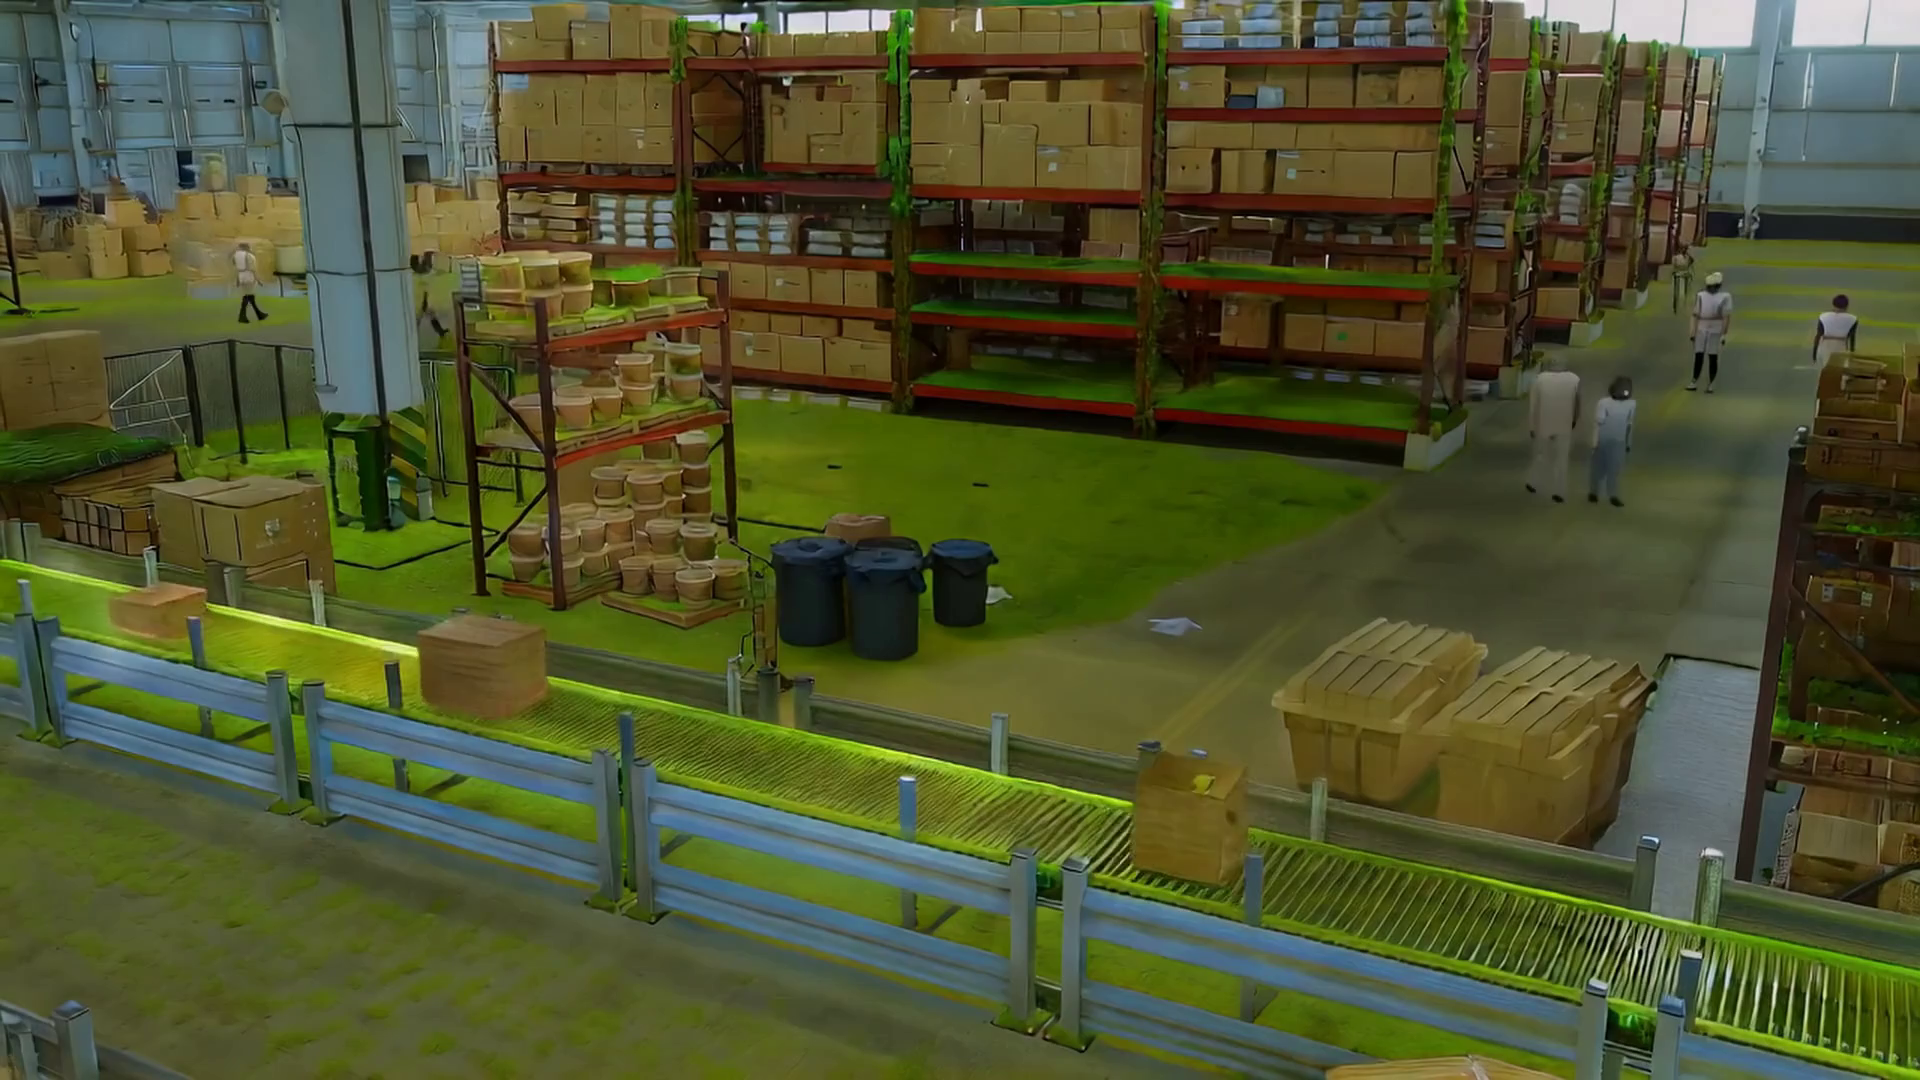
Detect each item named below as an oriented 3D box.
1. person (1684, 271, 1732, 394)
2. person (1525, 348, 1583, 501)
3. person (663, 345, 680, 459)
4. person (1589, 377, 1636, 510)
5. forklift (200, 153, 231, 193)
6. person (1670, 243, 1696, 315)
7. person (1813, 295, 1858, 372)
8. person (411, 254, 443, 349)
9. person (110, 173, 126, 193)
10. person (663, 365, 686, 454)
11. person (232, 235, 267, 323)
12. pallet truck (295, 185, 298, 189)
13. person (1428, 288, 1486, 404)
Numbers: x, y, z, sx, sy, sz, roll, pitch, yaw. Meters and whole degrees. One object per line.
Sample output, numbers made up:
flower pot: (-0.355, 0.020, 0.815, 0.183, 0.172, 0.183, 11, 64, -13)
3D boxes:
person: (12.473, -3.456, 27.701, 0.394, 2.040, 0.609, -14, 20, -41)
person: (7.291, -1.429, 20.447, 0.650, 1.862, 0.962, 2, 15, 8)
person: (-3.929, -1.825, 22.331, 0.535, 1.642, 0.907, -1, 15, -5)
person: (7.819, -1.156, 19.905, 0.541, 1.582, 0.858, 0, 15, 1)
forklift: (-27.436, -12.866, 61.465, 1.873, 2.768, 1.129, 8, 17, 28)
person: (16.374, -5.904, 37.713, 0.530, 1.623, 0.538, 4, 15, 15)
person: (13.864, -2.980, 26.388, 0.586, 1.785, 0.978, 9, 17, 29)
person: (-10.433, -4.554, 32.085, 1.054, 1.897, 0.624, -12, 19, -38)
person: (-33.401, -13.576, 66.012, 0.637, 1.903, 0.573, -4, 15, -13)
person: (-3.589, -1.298, 20.253, 0.461, 1.679, 0.560, 10, 18, 33)
person: (-15.701, -5.740, 36.604, 0.549, 1.891, 1.011, 6, 16, 21)
pallet truck: (-26.804, -14.617, 69.738, 1.885, 1.965, 0.823, -14, 20, -42)
person: (8.047, -3.122, 26.767, 0.932, 1.863, 0.674, 4, 15, 13)
